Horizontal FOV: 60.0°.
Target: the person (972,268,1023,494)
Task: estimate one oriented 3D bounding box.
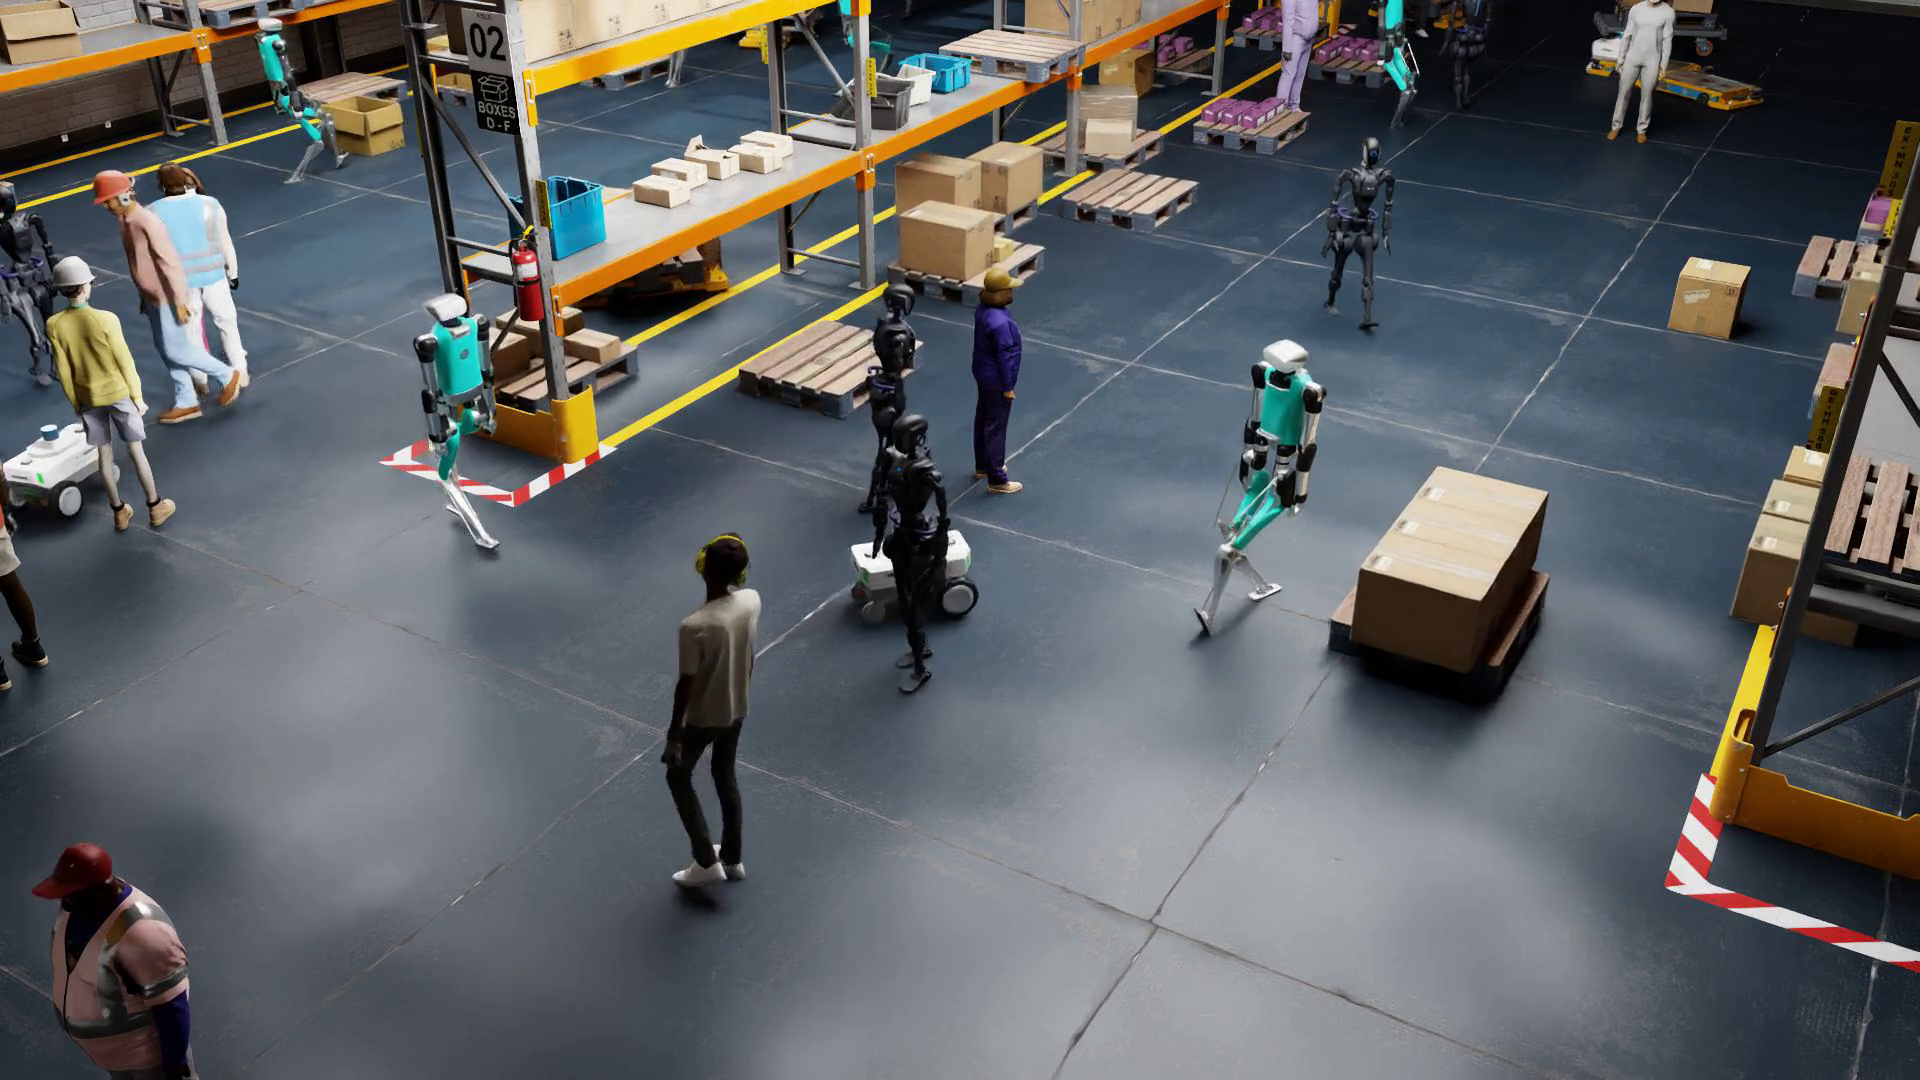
[{"bbox_3d":[0.264,-1.111,11.529,0.332,1.623,0.450,-9,31,-15],"label":"person"}]

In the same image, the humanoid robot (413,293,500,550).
[{"bbox_3d":[-3.342,-0.810,10.885,0.960,1.746,0.546,21,36,33],"label":"humanoid robot"}]

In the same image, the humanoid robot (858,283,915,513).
[{"bbox_3d":[-0.499,-0.953,11.200,0.432,1.636,0.585,-5,30,-9],"label":"humanoid robot"}]

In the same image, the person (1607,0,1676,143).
[{"bbox_3d":[7.823,-5.505,19.043,0.560,1.888,0.398,14,32,24],"label":"person"}]

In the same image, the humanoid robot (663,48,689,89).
[{"bbox_3d":[-3.752,-6.658,21.246,0.533,1.769,0.816,22,36,33],"label":"humanoid robot"}]

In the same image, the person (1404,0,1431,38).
[{"bbox_3d":[6.575,-8.132,23.741,0.546,1.822,0.527,-6,30,-10],"label":"person"}]

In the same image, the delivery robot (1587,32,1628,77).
[{"bbox_3d":[8.728,-6.386,21.943,0.781,0.591,0.499,24,37,36],"label":"delivery robot"}]

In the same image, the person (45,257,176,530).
[{"bbox_3d":[-5.636,-0.942,10.970,0.471,1.885,0.397,-5,30,-9],"label":"person"}]

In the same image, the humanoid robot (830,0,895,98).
[{"bbox_3d":[-1.174,-6.274,20.542,0.969,1.739,0.542,-20,35,-31],"label":"humanoid robot"}]

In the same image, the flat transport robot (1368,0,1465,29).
[{"bbox_3d":[6.910,-7.882,24.884,0.659,0.231,1.431,-26,39,-38],"label":"flat transport robot"}]

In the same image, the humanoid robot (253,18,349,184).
[{"bbox_3d":[-6.991,-4.761,17.908,0.530,1.774,0.994,25,38,37],"label":"humanoid robot"}]

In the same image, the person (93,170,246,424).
[{"bbox_3d":[-5.950,-1.832,12.473,0.656,1.951,0.637,26,38,38],"label":"person"}]

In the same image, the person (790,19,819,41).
[{"bbox_3d":[-2.236,-8.011,23.604,0.571,1.747,0.339,-19,35,-30],"label":"person"}]

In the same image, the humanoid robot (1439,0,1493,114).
[{"bbox_3d":[6.153,-6.057,20.234,0.591,1.645,0.428,-6,30,-11],"label":"humanoid robot"}]

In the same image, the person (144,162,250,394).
[{"bbox_3d":[-5.949,-2.038,12.959,0.627,1.836,0.429,-17,33,-27],"label":"person"}]

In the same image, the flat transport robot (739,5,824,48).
[{"bbox_3d":[-2.658,-7.323,23.896,0.659,0.231,1.431,5,30,8],"label":"flat transport robot"}]

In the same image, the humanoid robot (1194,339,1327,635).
[{"bbox_3d":[1.670,-0.280,9.957,0.958,1.767,0.532,-20,35,-31],"label":"humanoid robot"}]

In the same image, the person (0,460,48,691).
[{"bbox_3d":[-5.595,-0.063,9.331,0.364,1.965,0.609,13,32,21],"label":"person"}]

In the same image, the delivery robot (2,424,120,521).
[{"bbox_3d":[-6.256,-0.513,11.538,0.499,0.575,0.757,8,30,13],"label":"delivery robot"}]

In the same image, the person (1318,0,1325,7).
[{"bbox_3d":[5.546,-9.170,25.562,0.631,1.846,0.429,26,38,37],"label":"person"}]

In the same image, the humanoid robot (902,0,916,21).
[{"bbox_3d":[-0.786,-8.583,24.748,0.607,1.629,0.708,4,30,7],"label":"humanoid robot"}]

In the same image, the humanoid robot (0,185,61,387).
[{"bbox_3d":[-7.290,-1.991,13.034,0.332,1.646,0.588,15,33,25],"label":"humanoid robot"}]

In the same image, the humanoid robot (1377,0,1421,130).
[{"bbox_3d":[5.215,-5.686,19.533,0.716,1.793,0.547,24,37,36],"label":"humanoid robot"}]

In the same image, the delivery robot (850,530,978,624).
[{"bbox_3d":[-0.310,0.182,10.318,0.758,0.583,0.499,-9,31,-15],"label":"delivery robot"}]

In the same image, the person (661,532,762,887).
[{"bbox_3d":[-1.174,0.828,7.897,0.382,1.826,0.631,23,37,34],"label":"person"}]

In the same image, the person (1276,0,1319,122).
[{"bbox_3d":[4.031,-5.908,19.745,0.404,1.900,0.634,20,35,32],"label":"person"}]

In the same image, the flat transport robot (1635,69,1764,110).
[{"bbox_3d":[9.367,-5.724,21.067,0.659,0.231,1.431,-16,33,-25],"label":"flat transport robot"}]

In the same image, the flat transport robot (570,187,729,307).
[{"bbox_3d":[-2.884,-2.389,15.168,1.431,0.231,0.659,-11,31,-18],"label":"flat transport robot"}]

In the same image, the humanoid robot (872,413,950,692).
[{"bbox_3d":[-0.315,0.049,9.421,0.484,1.645,0.612,-26,39,-38],"label":"humanoid robot"}]

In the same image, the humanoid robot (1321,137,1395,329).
[{"bbox_3d":[3.401,-2.616,14.176,0.601,1.620,0.785,-4,30,-7],"label":"humanoid robot"}]

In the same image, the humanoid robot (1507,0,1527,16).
[{"bbox_3d":[8.460,-8.695,24.900,0.614,1.642,0.434,9,31,15],"label":"humanoid robot"}]

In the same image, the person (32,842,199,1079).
[{"bbox_3d":[-3.086,1.831,6.192,0.603,1.755,0.420,16,33,26],"label":"person"}]

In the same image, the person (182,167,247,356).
[{"bbox_3d":[-6.140,-2.222,13.482,0.277,1.632,0.501,22,36,34],"label":"person"}]

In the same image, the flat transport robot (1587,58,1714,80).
[{"bbox_3d":[9.080,-6.169,21.854,1.431,0.231,0.659,22,36,34],"label":"flat transport robot"}]
